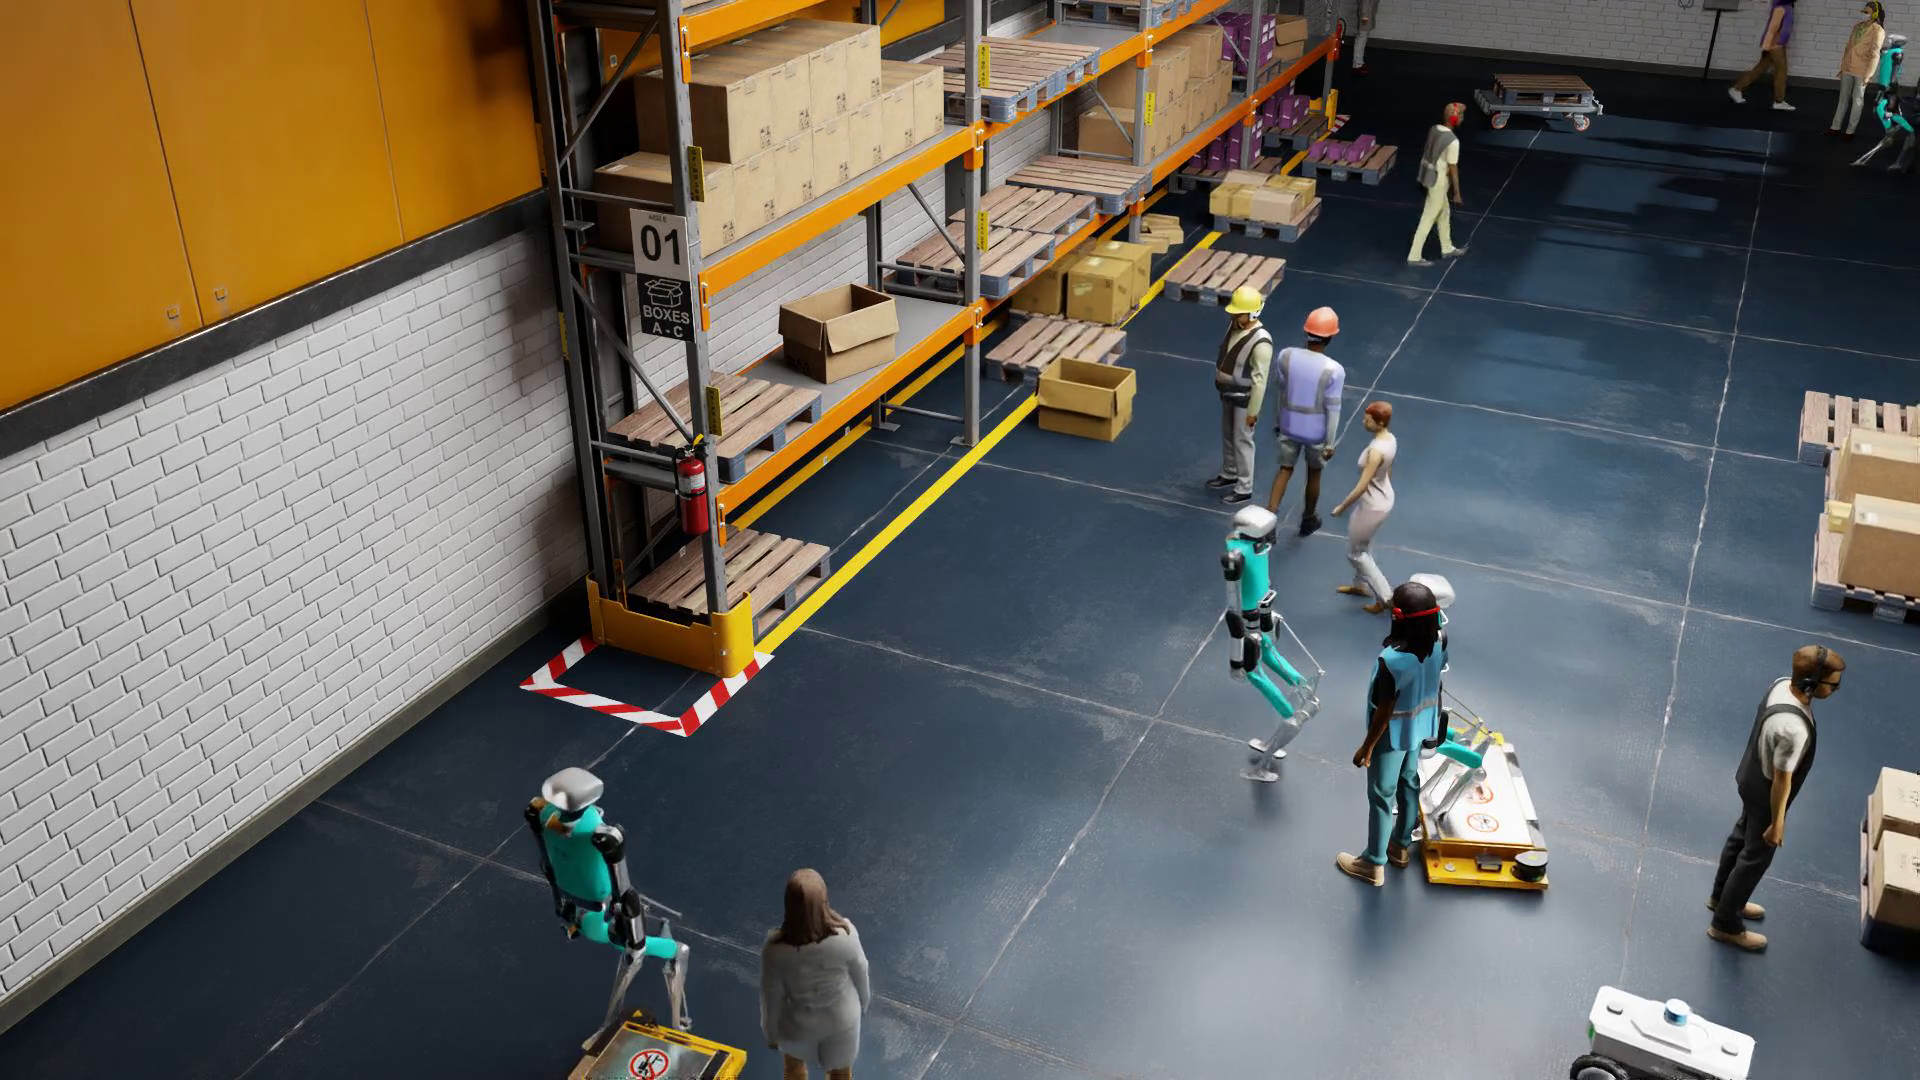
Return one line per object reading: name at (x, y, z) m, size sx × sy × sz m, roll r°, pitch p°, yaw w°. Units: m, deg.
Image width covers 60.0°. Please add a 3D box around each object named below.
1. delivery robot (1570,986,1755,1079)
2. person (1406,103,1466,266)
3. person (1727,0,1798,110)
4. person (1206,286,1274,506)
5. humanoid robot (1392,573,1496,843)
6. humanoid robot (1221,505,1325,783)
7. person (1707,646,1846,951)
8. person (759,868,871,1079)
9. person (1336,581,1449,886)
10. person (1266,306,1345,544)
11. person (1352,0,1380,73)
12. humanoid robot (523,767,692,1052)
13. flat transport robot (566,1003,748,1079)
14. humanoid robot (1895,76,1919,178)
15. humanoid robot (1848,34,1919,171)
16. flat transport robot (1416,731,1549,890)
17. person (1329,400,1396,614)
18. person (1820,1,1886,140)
delivery robot at (3.345, 2.433, 7.903) m, size 0.783 × 0.584 × 0.499 m, roll 16°, pitch 32°, yaw 27°
person at (5.396, -3.913, 18.355) m, size 0.860 × 1.809 × 0.607 m, roll -4°, pitch 29°, yaw -8°
person at (12.094, -7.406, 24.758) m, size 0.948 × 1.889 × 0.540 m, roll 16°, pitch 32°, yaw 27°
person at (2.230, -1.156, 13.241) m, size 0.403 × 1.824 × 0.596 m, roll -7°, pitch 29°, yaw -13°
humanoid robot at (2.741, 0.937, 9.302) m, size 0.735 × 1.680 × 0.533 m, roll -2°, pitch 28°, yaw -5°
humanoid robot at (1.904, 0.654, 9.920) m, size 0.751 × 1.746 × 0.530 m, roll 16°, pitch 32°, yaw 27°
person at (4.209, 1.330, 8.619) m, size 0.358 × 1.835 × 0.512 m, roll 8°, pitch 29°, yaw 14°
person at (-0.628, 2.129, 7.338) m, size 0.496 × 1.626 × 0.764 m, roll -5°, pitch 29°, yaw -9°
person at (2.382, 1.062, 9.077) m, size 0.528 × 1.866 × 0.390 m, roll -21°, pitch 35°, yaw -33°
person at (2.588, -0.835, 12.547) m, size 0.550 × 1.913 × 0.735 m, roll 17°, pitch 32°, yaw 28°
person at (6.592, -8.501, 26.852) m, size 0.370 × 1.828 × 0.503 m, roll 13°, pitch 31°, yaw 22°
humanoid robot at (-1.600, 1.736, 7.983) m, size 0.530 × 1.793 × 0.795 m, roll 15°, pitch 32°, yaw 25°
flat transport robot at (-1.600, 2.746, 7.637) m, size 0.659 × 0.231 × 1.431 m, roll 10°, pitch 30°, yaw 19°
humanoid robot at (12.465, -5.497, 21.464) m, size 0.539 × 1.649 × 0.601 m, roll -10°, pitch 30°, yaw -18°
humanoid robot at (12.325, -5.700, 21.763) m, size 0.875 × 1.779 × 0.553 m, roll 4°, pitch 29°, yaw 7°
flat transport robot at (3.018, 1.538, 9.876) m, size 0.659 × 0.231 × 1.431 m, roll 3°, pitch 28°, yaw 5°
person at (2.909, -0.225, 11.695) m, size 0.512 × 1.635 × 0.453 m, roll 12°, pitch 30°, yaw 20°
person at (12.509, -6.539, 23.164) m, size 0.413 × 1.877 × 0.549 m, roll -9°, pitch 30°, yaw -17°
